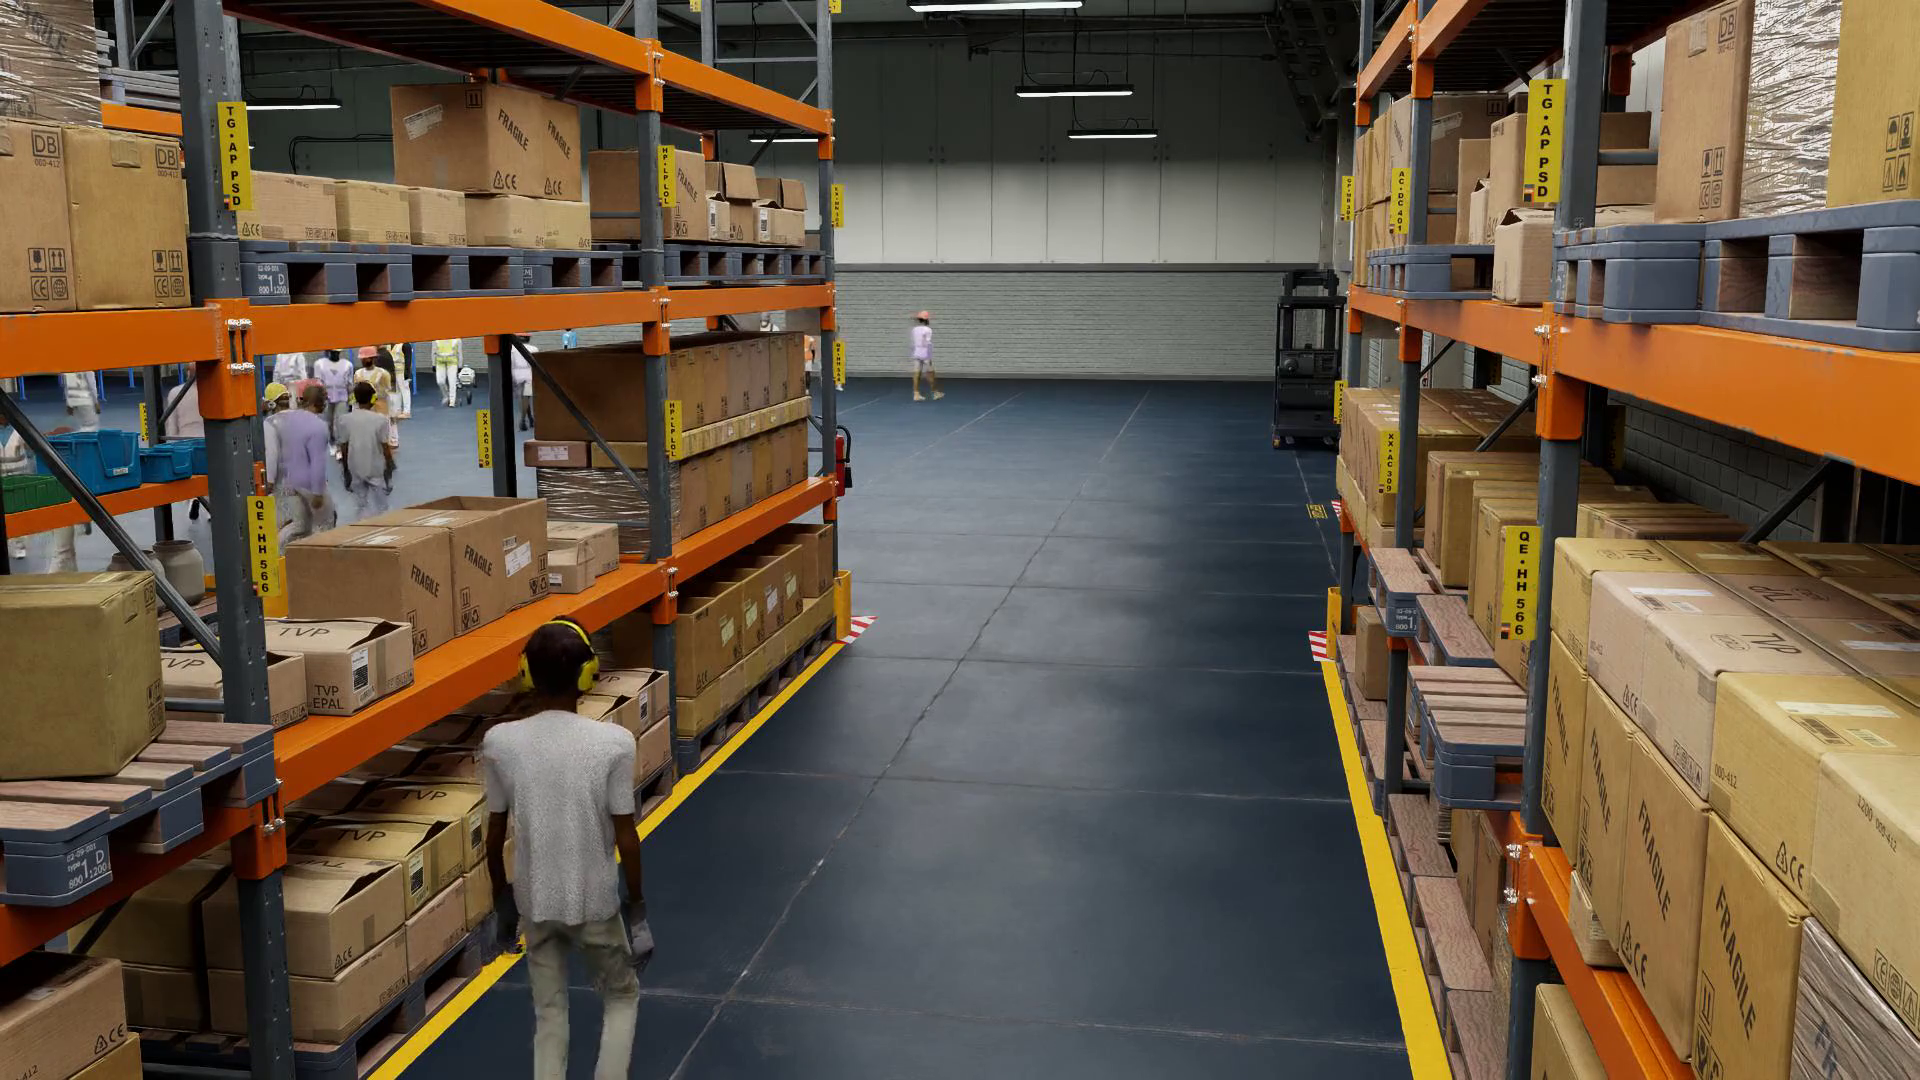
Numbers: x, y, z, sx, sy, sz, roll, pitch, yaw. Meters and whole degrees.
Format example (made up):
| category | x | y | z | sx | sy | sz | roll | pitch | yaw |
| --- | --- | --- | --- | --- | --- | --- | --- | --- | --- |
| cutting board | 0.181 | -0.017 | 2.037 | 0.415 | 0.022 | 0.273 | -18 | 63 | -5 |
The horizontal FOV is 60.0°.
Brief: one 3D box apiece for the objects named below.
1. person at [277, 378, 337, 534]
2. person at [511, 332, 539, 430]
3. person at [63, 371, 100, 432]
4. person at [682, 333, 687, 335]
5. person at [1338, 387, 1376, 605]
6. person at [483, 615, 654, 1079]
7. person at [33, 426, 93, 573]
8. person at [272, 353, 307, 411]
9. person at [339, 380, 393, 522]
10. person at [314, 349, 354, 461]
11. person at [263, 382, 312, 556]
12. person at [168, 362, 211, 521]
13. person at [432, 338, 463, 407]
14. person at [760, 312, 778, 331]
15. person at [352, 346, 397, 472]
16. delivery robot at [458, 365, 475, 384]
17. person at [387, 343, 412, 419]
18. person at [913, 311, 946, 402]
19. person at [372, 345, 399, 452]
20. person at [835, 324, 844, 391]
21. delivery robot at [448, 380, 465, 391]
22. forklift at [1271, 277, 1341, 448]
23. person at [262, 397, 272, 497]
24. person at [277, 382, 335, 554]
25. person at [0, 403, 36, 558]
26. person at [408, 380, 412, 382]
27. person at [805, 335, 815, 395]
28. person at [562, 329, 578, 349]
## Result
| category | x | y | z | sx | sy | sz | roll | pitch | yaw |
| --- | --- | --- | --- | --- | --- | --- | --- | --- | --- |
| person | -6.289 | -0.591 | 15.888 | 0.879 | 1.912 | 0.540 | -6 | 11 | -33 |
| person | -8.012 | -2.986 | 30.716 | 0.569 | 1.889 | 1.007 | 1 | 9 | 7 |
| person | -13.206 | -2.069 | 24.920 | 0.627 | 1.931 | 0.642 | 5 | 10 | 28 |
| person | -4.382 | -2.411 | 27.111 | 0.617 | 1.889 | 0.949 | -5 | 11 | -30 |
| person | 3.418 | -0.289 | 13.824 | 0.603 | 1.967 | 0.366 | -3 | 10 | -17 |
| person | -1.221 | 1.150 | 5.280 | 0.552 | 1.857 | 0.493 | 1 | 9 | 4 |
| person | -7.613 | -0.179 | 14.270 | 0.516 | 1.593 | 0.780 | 4 | 10 | 21 |
| person | -11.937 | -2.735 | 29.442 | 0.616 | 1.799 | 0.831 | 5 | 10 | 28 |
| person | -5.816 | -0.634 | 16.328 | 0.510 | 1.855 | 0.419 | -1 | 9 | -5 |
| person | -9.742 | -2.212 | 25.916 | 0.598 | 1.895 | 0.813 | -4 | 10 | -21 |
| person | -6.709 | -0.658 | 16.553 | 0.404 | 1.820 | 0.591 | 3 | 10 | 19 |
| person | -8.820 | -1.146 | 19.328 | 0.661 | 1.894 | 0.573 | -4 | 10 | -23 |
| person | -11.006 | -3.769 | 35.718 | 0.648 | 1.823 | 0.451 | -1 | 9 | -6 |
| person | -4.544 | -4.349 | 38.771 | 0.674 | 2.000 | 1.028 | -1 | 9 | -7 |
| person | -8.354 | -1.845 | 23.699 | 0.563 | 1.886 | 1.005 | 3 | 10 | 17 |
| delivery robot | -12.414 | -4.154 | 41.852 | 0.477 | 0.478 | 0.707 | -2 | 9 | -11 |
| person | -11.152 | -3.338 | 33.012 | 0.625 | 1.846 | 0.429 | 6 | 11 | 34 |
| person | -0.709 | -4.127 | 37.354 | 0.924 | 2.009 | 0.636 | -8 | 12 | -42 |
| person | -9.361 | -2.429 | 26.985 | 0.416 | 1.984 | 0.613 | -3 | 10 | -18 |
| person | -3.075 | -4.460 | 40.613 | 0.519 | 1.622 | 0.505 | -8 | 12 | -39 |
| delivery robot | -10.997 | -3.393 | 36.357 | 0.335 | 0.223 | 0.698 | -1 | 9 | -6 |
| forklift | 5.847 | -3.016 | 27.970 | 1.129 | 2.768 | 1.873 | 1 | 9 | 9 |
| person | -7.304 | -0.695 | 17.428 | 0.525 | 1.607 | 0.712 | 1 | 9 | 9 |
| person | -6.065 | -0.489 | 15.264 | 0.675 | 1.908 | 0.828 | 8 | 12 | 42 |
| person | -9.655 | -0.619 | 16.916 | 0.538 | 1.615 | 0.383 | -3 | 10 | -20 |
| person | -14.906 | -5.015 | 44.077 | 0.746 | 1.611 | 0.509 | 6 | 11 | 33 |
| person | -3.692 | -4.270 | 39.316 | 0.550 | 1.655 | 0.831 | -2 | 9 | -12 |
| person | -9.648 | -4.581 | 41.126 | 0.316 | 1.696 | 0.541 | 3 | 10 | 19 |
